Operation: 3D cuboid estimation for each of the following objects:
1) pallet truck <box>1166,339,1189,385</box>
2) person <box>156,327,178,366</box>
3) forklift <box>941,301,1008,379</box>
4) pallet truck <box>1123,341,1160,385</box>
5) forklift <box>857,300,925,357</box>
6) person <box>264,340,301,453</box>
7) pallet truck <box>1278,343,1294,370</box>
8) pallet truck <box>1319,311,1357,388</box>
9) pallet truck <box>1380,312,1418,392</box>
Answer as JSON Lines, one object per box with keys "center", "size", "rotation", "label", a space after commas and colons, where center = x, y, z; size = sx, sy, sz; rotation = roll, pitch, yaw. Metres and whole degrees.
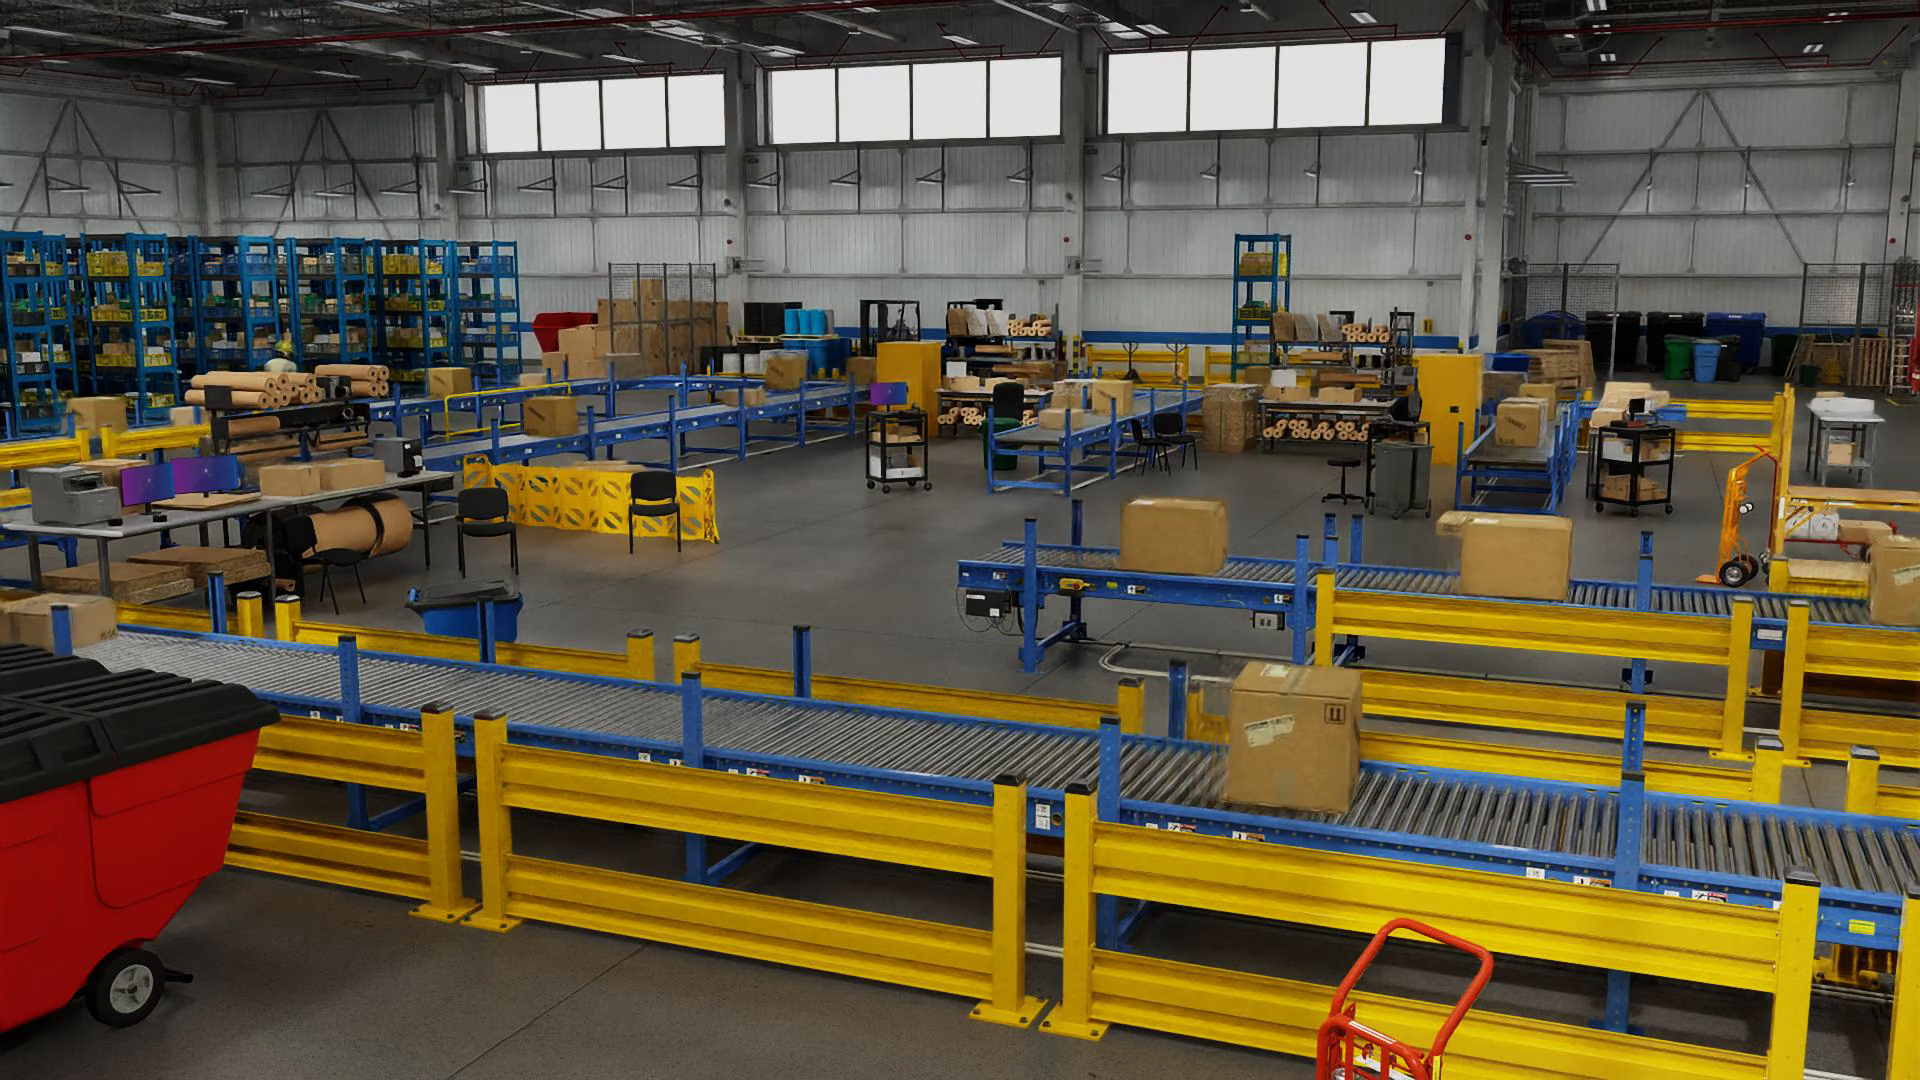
{"center": [5.418, -4.269, 40.420], "size": [0.704, 1.261, 1.522], "rotation": [3, 10, 20], "label": "pallet truck"}
{"center": [-17.982, -4.058, 37.524], "size": [0.575, 1.830, 0.410], "rotation": [-7, 12, -36], "label": "person"}
{"center": [0.365, -4.966, 41.571], "size": [1.157, 1.987, 2.680], "rotation": [3, 10, 20], "label": "forklift"}
{"center": [4.445, -4.380, 41.279], "size": [0.680, 1.201, 1.601], "rotation": [4, 10, 22], "label": "pallet truck"}
{"center": [-1.732, -5.109, 42.468], "size": [1.157, 1.987, 2.680], "rotation": [4, 10, 22], "label": "forklift"}
{"center": [-10.940, -2.313, 26.931], "size": [0.600, 1.829, 0.404], "rotation": [3, 10, 16], "label": "person"}
{"center": [7.886, -4.163, 39.743], "size": [0.653, 1.274, 1.630], "rotation": [4, 10, 22], "label": "pallet truck"}
{"center": [9.071, -4.419, 39.190], "size": [0.823, 1.965, 1.885], "rotation": [5, 10, 26], "label": "pallet truck"}
{"center": [10.207, -4.283, 38.369], "size": [0.823, 1.965, 1.885], "rotation": [3, 10, 20], "label": "pallet truck"}
